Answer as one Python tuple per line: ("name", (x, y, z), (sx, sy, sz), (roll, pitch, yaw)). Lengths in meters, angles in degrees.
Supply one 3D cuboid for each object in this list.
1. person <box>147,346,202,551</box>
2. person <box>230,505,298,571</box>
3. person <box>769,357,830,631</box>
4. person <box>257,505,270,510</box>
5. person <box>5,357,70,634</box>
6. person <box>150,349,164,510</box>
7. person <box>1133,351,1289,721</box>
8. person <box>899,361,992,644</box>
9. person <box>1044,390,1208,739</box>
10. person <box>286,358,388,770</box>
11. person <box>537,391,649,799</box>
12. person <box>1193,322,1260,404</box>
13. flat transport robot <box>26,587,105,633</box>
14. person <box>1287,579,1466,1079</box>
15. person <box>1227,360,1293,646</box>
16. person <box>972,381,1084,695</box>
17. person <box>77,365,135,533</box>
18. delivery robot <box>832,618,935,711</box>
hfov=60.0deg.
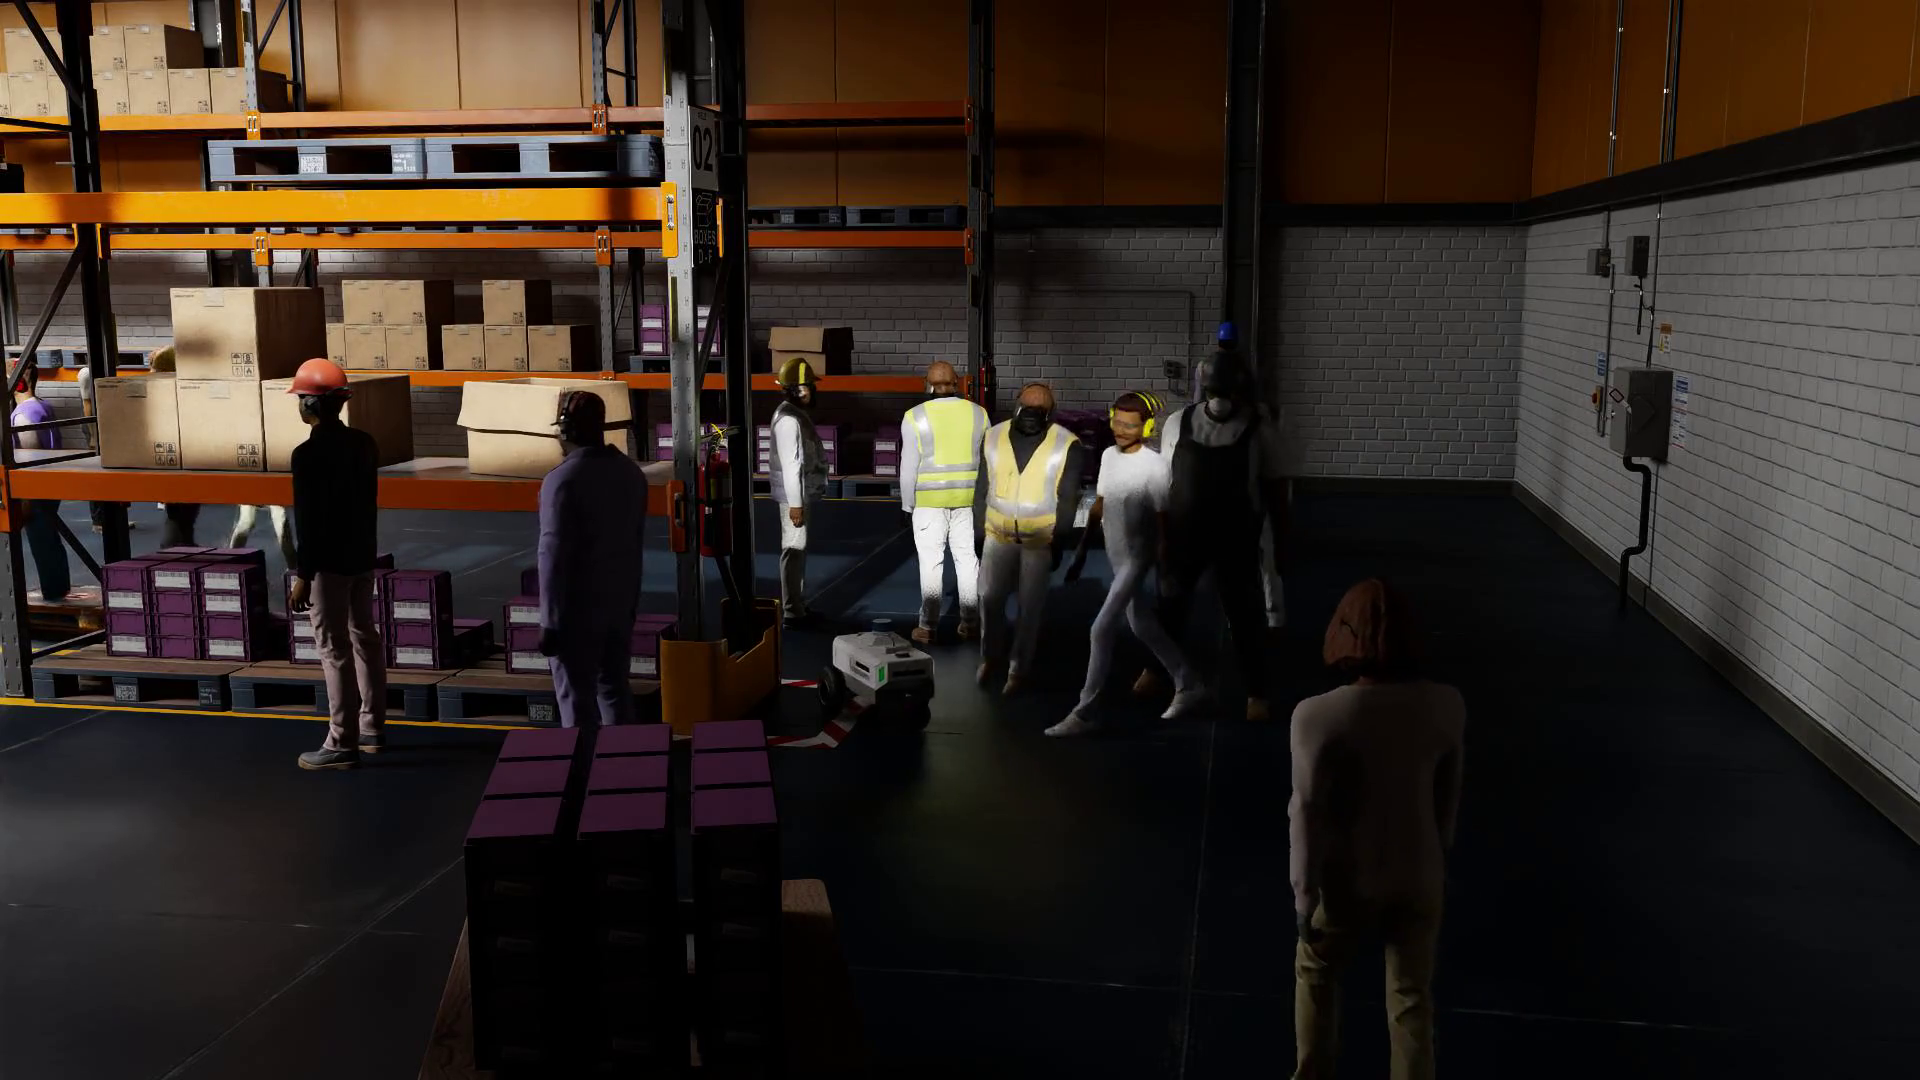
("person", (-5.311, -0.375, 11.427), (0.643, 1.906, 0.598), (-1, 9, -6))
("person", (-5.375, -0.536, 12.766), (0.546, 1.807, 0.832), (4, 10, 21))
("person", (-1.083, -0.311, 11.240), (0.404, 1.836, 0.599), (0, 9, -2))
("person", (-7.134, -1.229, 16.938), (0.404, 1.837, 0.589), (-1, 9, -4))
("person", (-6.154, -0.296, 11.123), (0.381, 1.844, 0.566), (-3, 10, -17))
("person", (-8.072, -1.121, 16.886), (0.308, 1.636, 0.524), (-3, 10, -21))
("person", (1.364, -0.071, 9.125), (0.881, 2.000, 0.617), (4, 10, 25))
("person", (-0.108, -0.240, 10.809), (0.622, 1.838, 0.429), (-3, 10, -21))
("person", (0.923, 0.112, 8.705), (0.994, 1.814, 0.550), (-4, 10, -23))
("person", (-3.043, 0.118, 8.090), (0.379, 1.996, 0.611), (2, 9, 12))
("person", (-1.637, 0.292, 7.329), (0.406, 1.897, 0.646), (4, 10, 25))
("person", (2.482, -1.056, 15.521), (0.614, 1.945, 0.406), (1, 9, 8))
("flat transport robot", (-5.885, 0.473, 11.219), (1.431, 0.197, 0.652), (2, 9, 16))
("person", (1.084, 0.898, 4.459), (0.515, 1.610, 0.705), (-1, 9, -7))
("person", (1.844, -0.230, 10.718), (0.593, 1.856, 0.394), (1, 9, 6))
("person", (0.371, -0.002, 9.454), (0.661, 1.807, 0.467), (3, 10, 16))
("person", (-7.915, -0.979, 15.383), (0.345, 1.840, 0.504), (-1, 9, -5))
("delivery robot", (-0.413, 0.663, 8.875), (0.477, 0.478, 0.707), (-4, 10, -25))
